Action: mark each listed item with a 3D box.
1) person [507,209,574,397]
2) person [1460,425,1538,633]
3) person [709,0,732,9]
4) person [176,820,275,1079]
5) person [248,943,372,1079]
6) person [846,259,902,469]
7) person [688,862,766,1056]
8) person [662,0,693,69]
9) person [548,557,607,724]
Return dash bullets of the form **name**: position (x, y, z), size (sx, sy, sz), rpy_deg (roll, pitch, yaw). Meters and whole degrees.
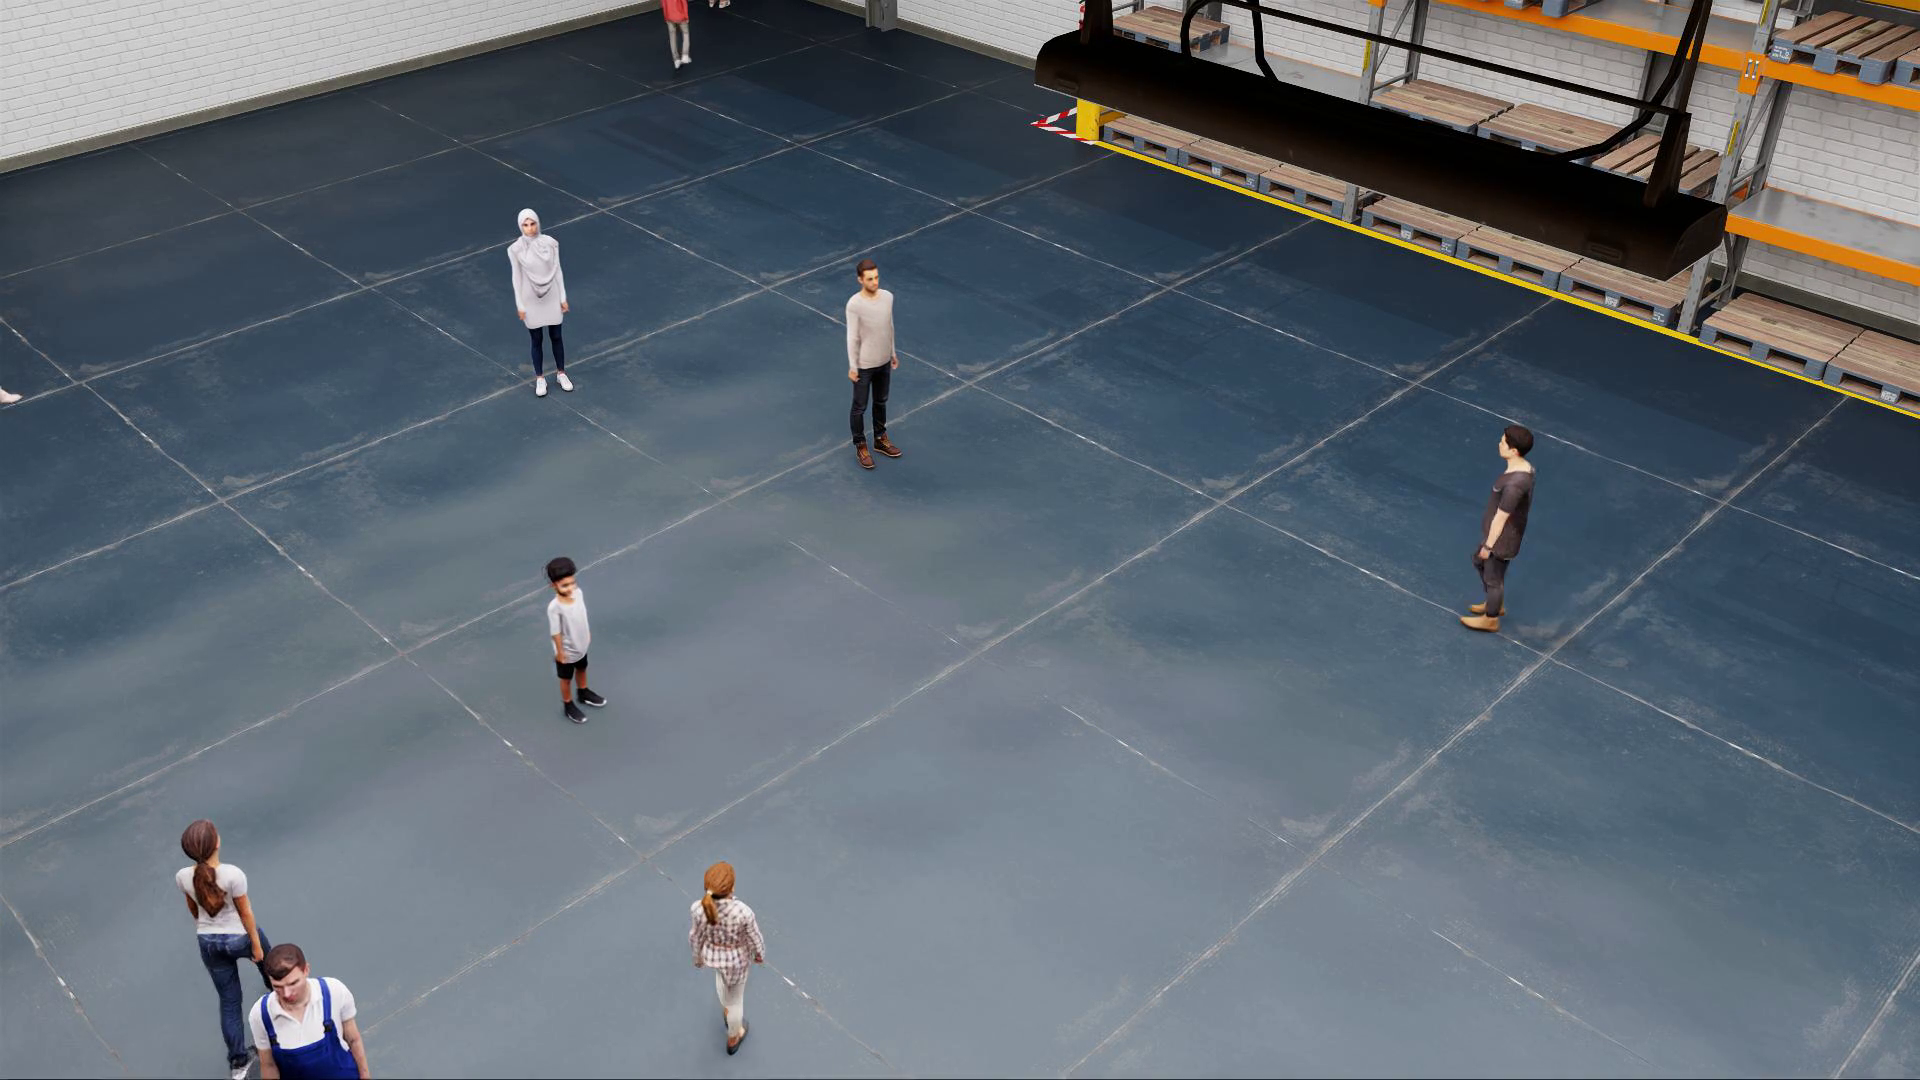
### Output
- **person**: position (-3.840, -2.189, 15.247), size (0.679, 1.775, 0.646), rpy_deg (-14, 36, -20)
- **person**: position (4.018, -0.040, 12.079), size (0.693, 1.703, 0.699), rpy_deg (13, 36, 19)
- **person**: position (-3.820, -9.046, 25.829), size (0.589, 1.481, 0.688), rpy_deg (8, 34, 12)
- **person**: position (-3.925, 2.191, 8.892), size (1.000, 1.516, 1.090), rpy_deg (-1, 34, -2)
- **person**: position (-3.060, 2.598, 7.978), size (0.705, 1.850, 0.695), rpy_deg (-13, 36, -19)
- **person**: position (-0.755, -1.529, 14.171), size (0.669, 1.867, 0.571), rpy_deg (-26, 41, -33)
- **person**: position (-1.279, 2.288, 8.943), size (0.671, 1.298, 0.731), rpy_deg (7, 34, 11)
- **person**: position (-3.993, -7.319, 23.295), size (0.672, 1.411, 0.732), rpy_deg (3, 34, 5)
- **person**: position (-2.674, 0.661, 11.428), size (0.546, 1.257, 0.537), rpy_deg (17, 37, 24)
